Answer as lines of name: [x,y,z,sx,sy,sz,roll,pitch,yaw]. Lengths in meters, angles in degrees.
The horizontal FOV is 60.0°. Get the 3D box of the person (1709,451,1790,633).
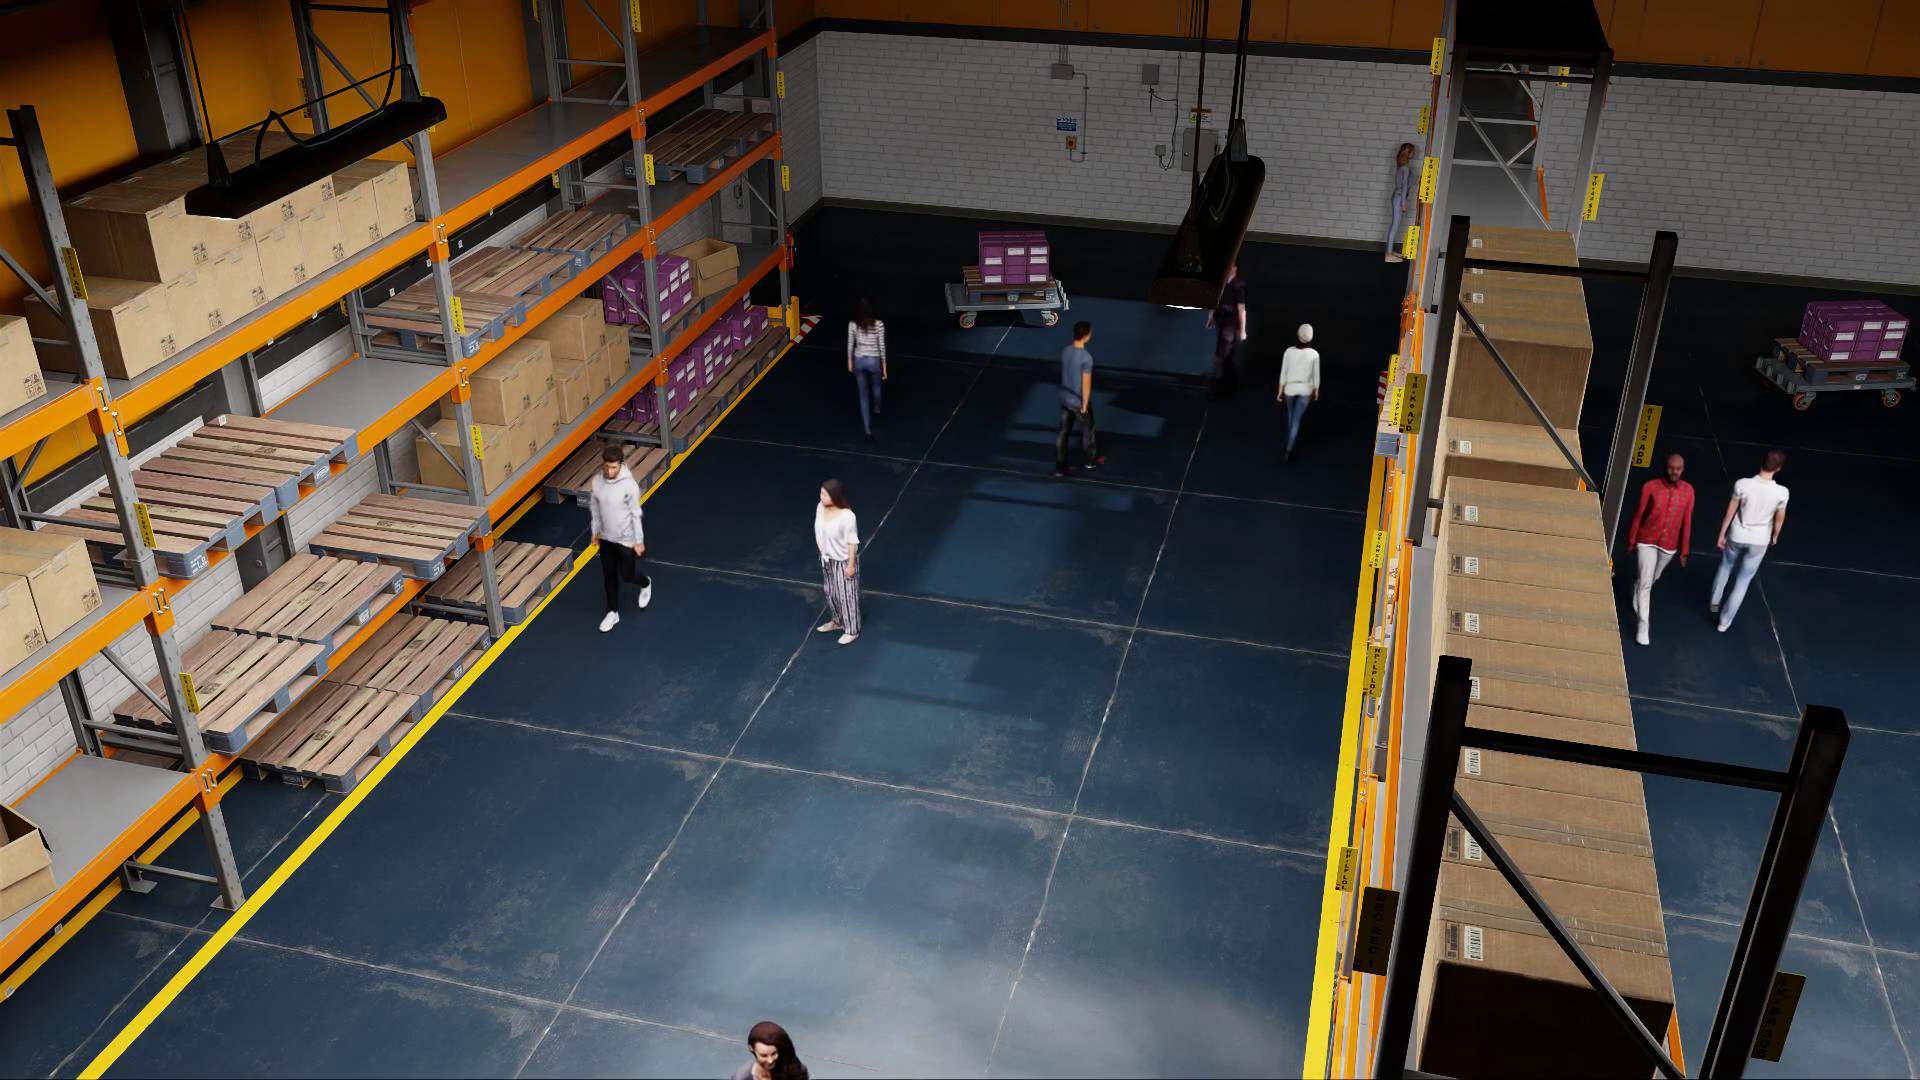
person: [7.364,0.052,15.566,0.785,1.827,0.881,16,32,27]

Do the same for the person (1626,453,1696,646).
person: [6.583,-0.016,15.731,0.766,1.789,1.204,5,29,8]

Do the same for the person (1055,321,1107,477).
person: [1.211,-1.540,18.534,1.046,1.779,0.930,-24,37,-37]

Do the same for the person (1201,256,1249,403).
person: [3.377,-2.627,20.474,1.043,1.829,0.983,-11,30,-19]

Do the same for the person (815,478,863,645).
person: [-1.128,0.171,15.502,0.823,1.679,0.798,-23,36,-35]

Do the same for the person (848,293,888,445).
person: [-1.082,-1.946,19.305,0.791,1.753,1.145,1,29,2]

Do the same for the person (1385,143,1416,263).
person: [6.603,-5.083,25.012,0.678,1.795,0.502,3,29,5]

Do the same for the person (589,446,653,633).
person: [-3.177,-0.073,15.713,0.816,1.907,1.014,14,32,24]

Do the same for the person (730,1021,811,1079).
person: [-1.095,3.390,9.558,1.047,1.721,1.165,-12,31,-20]

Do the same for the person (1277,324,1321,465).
person: [3.835,-1.645,18.912,0.657,1.602,1.094,10,30,17]
